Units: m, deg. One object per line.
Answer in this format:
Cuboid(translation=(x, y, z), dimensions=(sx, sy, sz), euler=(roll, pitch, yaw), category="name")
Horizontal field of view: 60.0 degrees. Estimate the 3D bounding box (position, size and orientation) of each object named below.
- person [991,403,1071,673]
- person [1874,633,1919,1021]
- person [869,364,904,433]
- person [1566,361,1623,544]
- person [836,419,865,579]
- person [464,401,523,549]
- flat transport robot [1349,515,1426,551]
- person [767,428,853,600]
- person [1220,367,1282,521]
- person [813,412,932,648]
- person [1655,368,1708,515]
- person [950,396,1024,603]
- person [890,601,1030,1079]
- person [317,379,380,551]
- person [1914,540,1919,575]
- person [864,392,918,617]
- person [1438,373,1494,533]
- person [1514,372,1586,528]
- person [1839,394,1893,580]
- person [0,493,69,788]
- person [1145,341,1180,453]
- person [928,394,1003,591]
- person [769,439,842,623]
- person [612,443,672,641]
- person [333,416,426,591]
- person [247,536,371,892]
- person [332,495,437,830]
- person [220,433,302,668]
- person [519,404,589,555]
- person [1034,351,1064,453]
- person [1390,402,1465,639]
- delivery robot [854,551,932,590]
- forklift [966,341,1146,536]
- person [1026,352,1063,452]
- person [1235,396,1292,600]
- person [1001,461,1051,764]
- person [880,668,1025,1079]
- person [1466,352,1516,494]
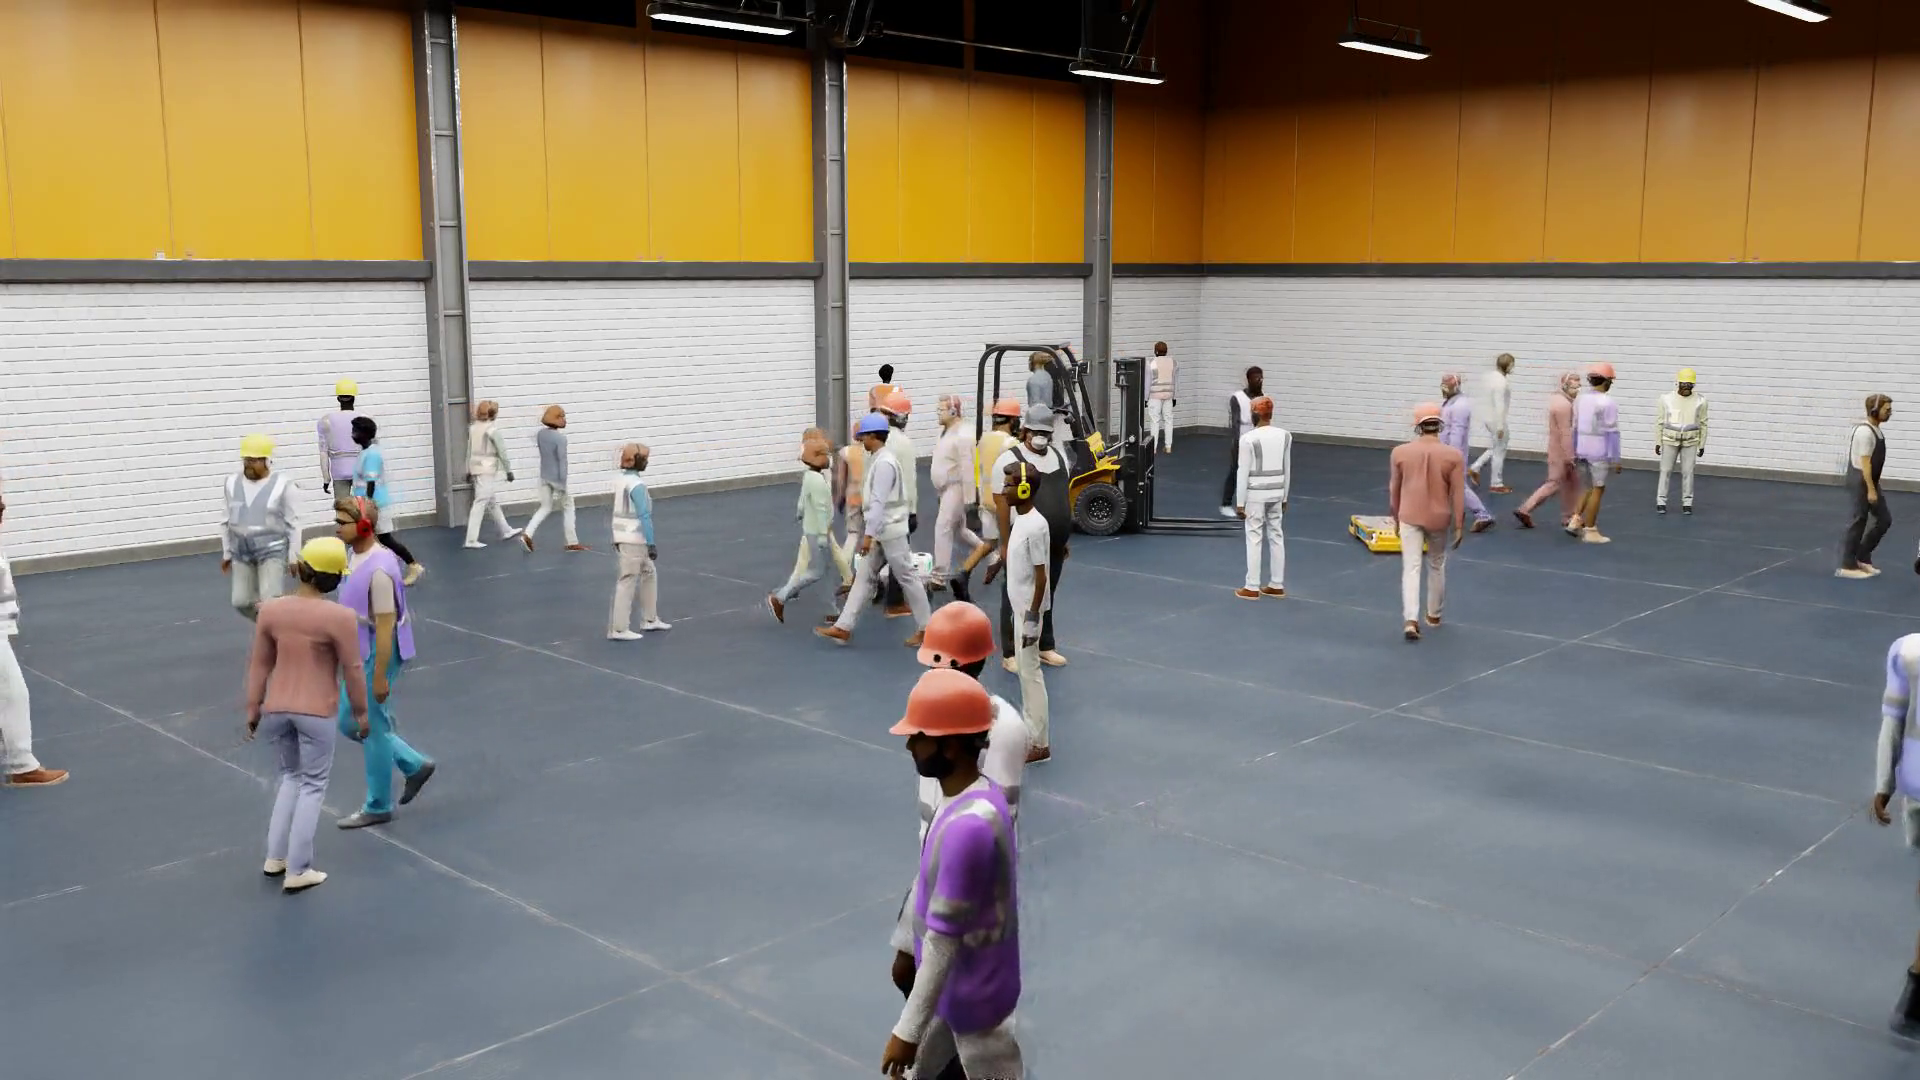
Cuboid(translation=(0.597, -0.025, 12.575), dimensions=(0.683, 2.000, 0.536), euler=(-7, 12, -36), category="person")
Cuboid(translation=(4.097, 0.991, 6.842), dimensions=(1.011, 1.887, 0.565), euler=(-9, 13, -44), category="person")
Cuboid(translation=(-1.036, -1.634, 23.520), dimensions=(0.531, 1.694, 0.320), euler=(3, 10, 19), category="person")
Cuboid(translation=(7.018, -0.952, 18.322), dimensions=(0.416, 2.029, 0.657), euler=(-3, 10, -15), category="person")
Cuboid(translation=(-0.932, -0.354, 15.883), dimensions=(0.525, 1.619, 0.594), euler=(2, 9, 11), category="person")
Cuboid(translation=(-5.131, -0.723, 18.205), dimensions=(0.513, 1.590, 0.838), euler=(8, 12, 41), category="person")
Cuboid(translation=(4.751, -0.087, 18.367), dimensions=(0.652, 0.197, 1.431), euler=(1, 9, 3), category="flat transport robot")
Cuboid(translation=(-1.342, -0.240, 15.277), dimensions=(0.871, 1.581, 0.522), euler=(-3, 10, -18), category="person")
Cuboid(translation=(3.502, -1.164, 20.119), dimensions=(0.595, 1.868, 1.022), euler=(-4, 10, -24), category="person")
Cuboid(translation=(-0.642, -0.065, 13.270), dimensions=(1.017, 1.884, 0.685), euler=(-2, 9, -12), category="person")
Cuboid(translation=(8.916, -1.218, 20.569), dimensions=(0.596, 1.825, 0.403), euler=(3, 10, 19), category="person")
Cuboid(translation=(0.308, -0.337, 14.944), dimensions=(0.836, 1.905, 0.542), euler=(-8, 12, -39), category="person")
Cuboid(translation=(-0.010, 1.150, 5.725), dimensions=(0.470, 1.917, 0.552), euler=(-9, 13, -43), category="person")
Cuboid(translation=(-6.178, -0.668, 16.870), dimensions=(0.587, 1.927, 0.367), euler=(-3, 10, -16), category="person")
Cuboid(translation=(7.350, 0.101, 12.181), dimensions=(0.624, 1.912, 0.406), euler=(7, 12, 38), category="person")
Cuboid(translation=(-0.621, -0.294, 14.407), dimensions=(0.541, 1.977, 0.637), euler=(-8, 12, -40), category="person")
Cuboid(translation=(5.702, -0.992, 19.102), dimensions=(0.933, 1.872, 0.665), euler=(0, 9, 2), category="person")
Cuboid(translation=(6.944, -1.035, 19.370), dimensions=(0.822, 1.859, 0.656), euler=(4, 10, 21), category="person")
Cuboid(translation=(8.870, -0.508, 16.189), dimensions=(0.479, 1.829, 0.513), euler=(9, 13, 43), category="person")
Cuboid(translation=(-5.691, 0.550, 9.606), dimensions=(0.770, 1.860, 0.585), euler=(-4, 10, -23), category="person")
Cuboid(translation=(3.298, -2.347, 27.426), dimensions=(0.631, 1.843, 0.429), euler=(-3, 10, -19), category="person")
Cuboid(translation=(0.006, -0.449, 15.720), dimensions=(0.871, 1.874, 0.653), euler=(-3, 10, -17), category="person")
Cuboid(translation=(-1.262, -0.061, 14.112), dimensions=(0.686, 1.609, 0.508), euler=(-2, 9, -9), category="person")
Cuboid(translation=(-2.588, 0.011, 13.629), dimensions=(0.660, 1.611, 0.552), euler=(-5, 10, -27), category="person")
Cuboid(translation=(-5.520, -0.350, 15.729), dimensions=(0.826, 1.663, 0.536), euler=(-6, 11, -34), category="person")
Cuboid(translation=(-3.198, 0.850, 8.163), dimensions=(0.541, 1.725, 0.522), euler=(2, 10, 14), category="person")
Cuboid(translation=(-3.176, 0.653, 9.049), dimensions=(0.475, 1.833, 0.595), euler=(-6, 11, -32), category="person")
Cuboid(translation=(-5.279, 0.078, 12.625), dimensions=(0.615, 1.817, 0.550), euler=(1, 9, 5), category="person")
Cuboid(translation=(-4.357, -0.644, 17.707), dimensions=(0.501, 1.605, 0.728), euler=(7, 12, 37), category="person")
Cuboid(translation=(1.299, -1.927, 24.513), dimensions=(0.620, 1.946, 0.635), euler=(2, 10, 15), category="person")
Cuboid(translation=(3.857, -0.163, 13.764), dimensions=(0.612, 1.948, 0.997), euler=(2, 10, 15), category="person")
Cuboid(translation=(-0.606, 0.242, 15.197), dimensions=(0.707, 0.478, 0.477), euler=(-1, 9, -5), category="delivery robot")
Cuboid(translation=(0.977, -1.223, 19.452), dimensions=(2.313, 2.155, 1.214), euler=(2, 9, 11), category="forklift")
Cuboid(translation=(1.105, -1.702, 23.373), dimensions=(1.057, 1.878, 0.635), euler=(5, 11, 29), category="person")
Cuboid(translation=(2.776, -0.380, 15.256), dimensions=(0.577, 1.880, 0.355), euler=(-4, 10, -26), category="person")
Cuboid(translation=(0.396, 0.446, 10.230), dimensions=(0.310, 1.863, 0.532), euler=(-1, 9, -7), category="person")
Cuboid(translation=(-0.004, 1.307, 4.896), dimensions=(0.996, 1.890, 0.546), euler=(-1, 9, -4), category="person")
Cuboid(translation=(7.197, -1.573, 22.444), dimensions=(0.549, 1.918, 0.637), euler=(1, 9, 6), category="person")
